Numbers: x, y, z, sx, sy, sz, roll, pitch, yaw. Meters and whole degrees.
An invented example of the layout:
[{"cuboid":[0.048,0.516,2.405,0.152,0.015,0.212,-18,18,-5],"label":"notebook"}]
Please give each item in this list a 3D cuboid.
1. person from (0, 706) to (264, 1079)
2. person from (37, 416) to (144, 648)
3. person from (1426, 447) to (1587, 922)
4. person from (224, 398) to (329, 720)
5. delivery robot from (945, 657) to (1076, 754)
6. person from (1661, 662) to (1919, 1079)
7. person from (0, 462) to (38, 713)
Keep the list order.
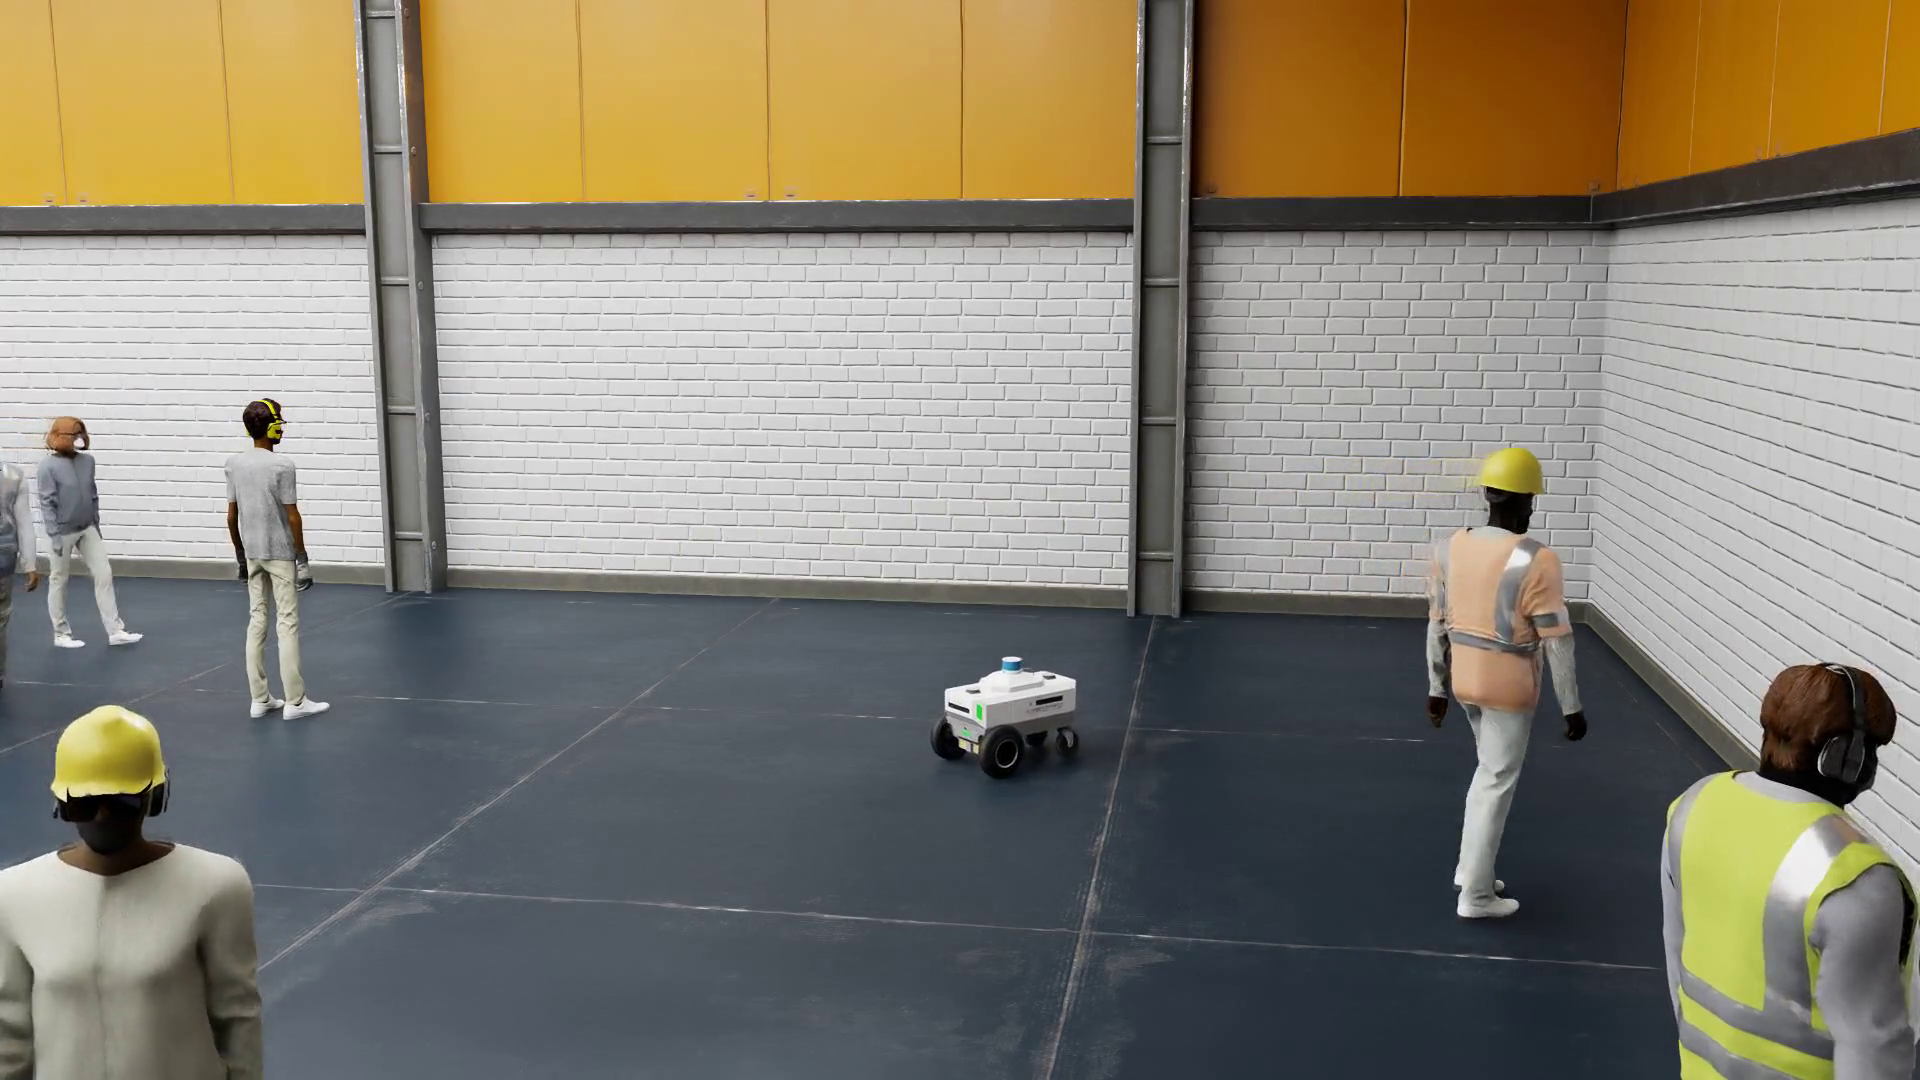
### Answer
[{"cuboid":[-1.735,1.175,3.506,0.531,1.748,0.715,-2,10,-15],"label":"person"},{"cuboid":[-5.981,-0.038,11.386,0.719,1.606,0.525,3,10,18],"label":"person"},{"cuboid":[2.212,0.582,6.658,0.540,1.910,0.602,-5,10,-26],"label":"person"},{"cuboid":[-3.999,0.112,9.678,0.519,1.874,0.326,3,10,18],"label":"person"},{"cuboid":[0.274,0.863,8.807,0.707,0.478,0.477,-7,11,-37],"label":"delivery robot"},{"cuboid":[1.689,1.150,3.381,0.429,1.840,0.623,-2,9,-10],"label":"person"},{"cuboid":[-5.863,0.120,9.915,0.608,1.787,0.908,-7,12,-38],"label":"person"}]
